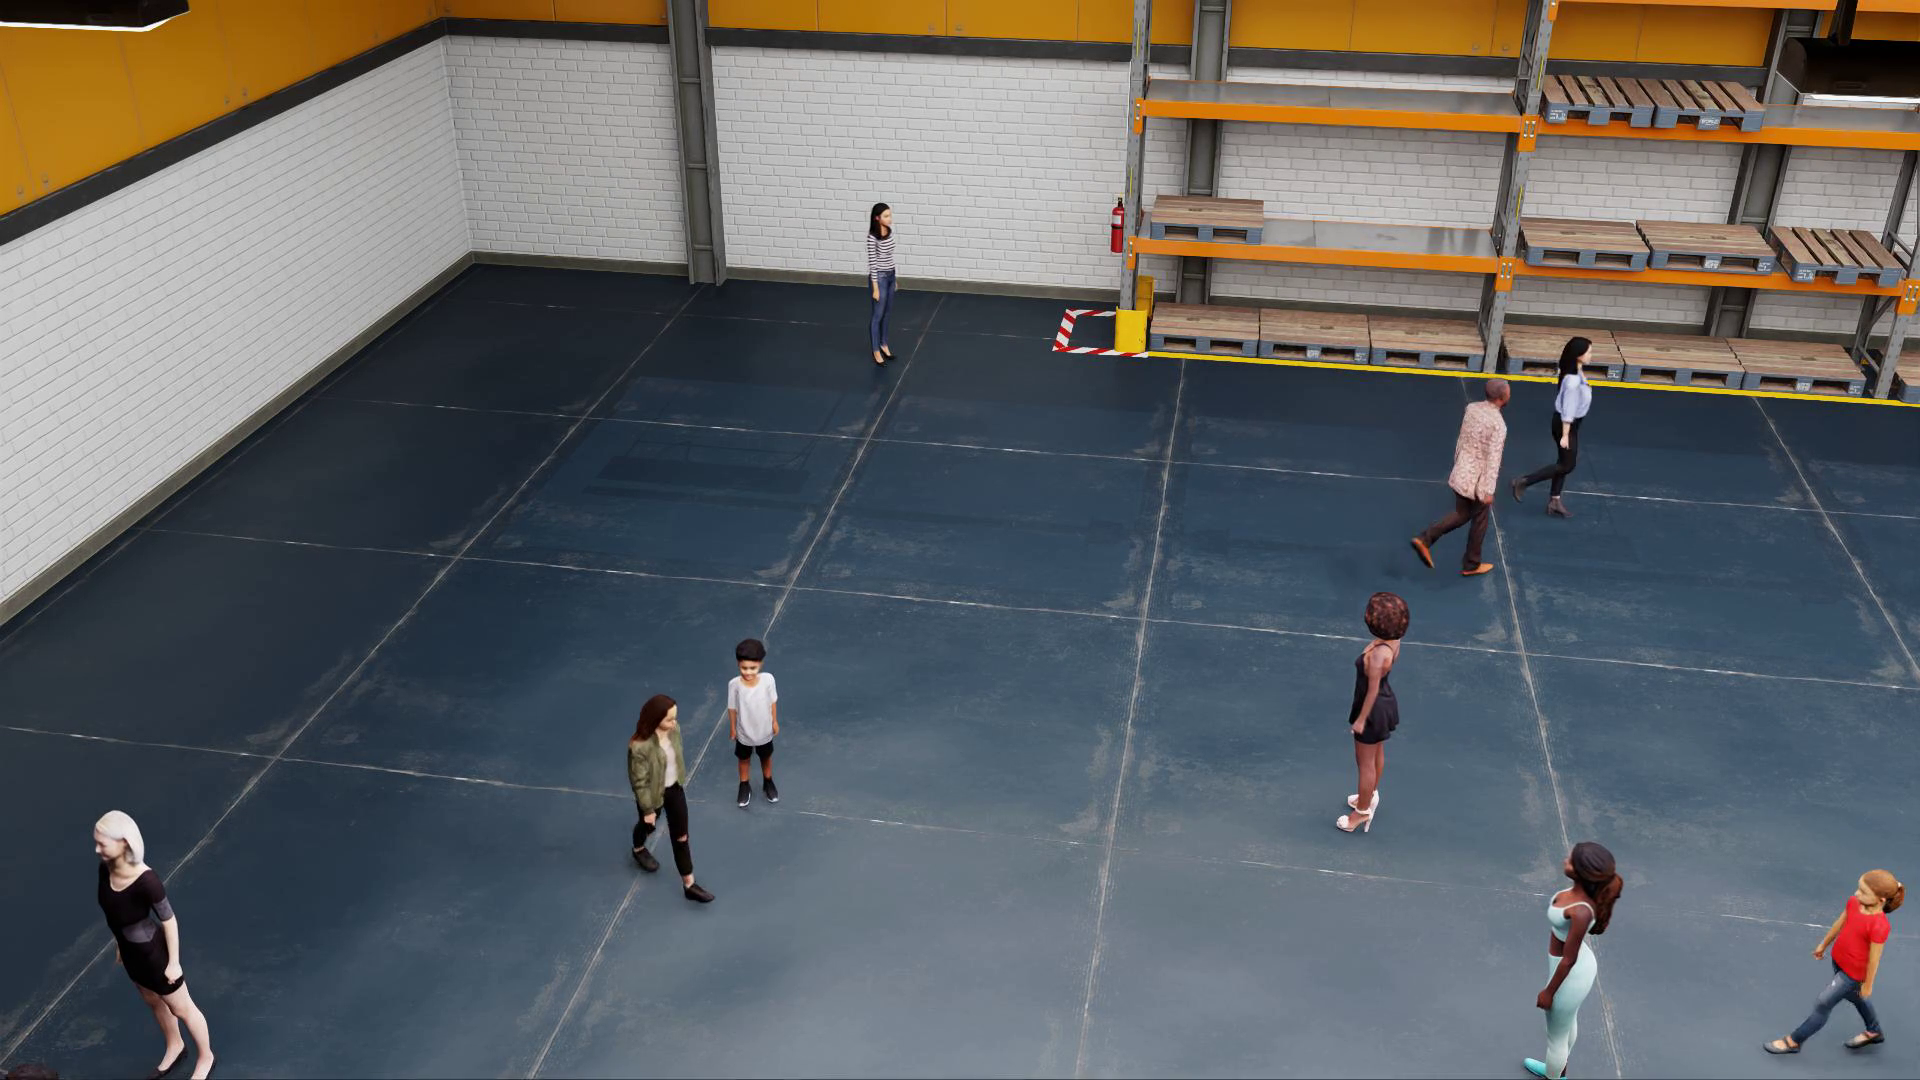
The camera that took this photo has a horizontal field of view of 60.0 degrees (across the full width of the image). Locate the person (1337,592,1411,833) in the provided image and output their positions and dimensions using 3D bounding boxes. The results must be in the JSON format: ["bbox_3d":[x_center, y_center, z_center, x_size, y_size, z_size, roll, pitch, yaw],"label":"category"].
[{"bbox_3d":[2.711,1.123,10.888,0.624,1.790,0.615,14,32,24],"label":"person"}]

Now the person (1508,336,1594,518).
[{"bbox_3d":[5.305,-1.000,14.842,0.876,1.731,0.710,9,30,16],"label":"person"}]

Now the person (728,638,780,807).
[{"bbox_3d":[-1.396,1.218,11.270,0.513,1.257,0.615,-6,29,-11],"label":"person"}]

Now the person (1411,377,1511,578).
[{"bbox_3d":[4.202,-0.487,13.853,1.100,1.778,0.967,-7,29,-13],"label":"person"}]

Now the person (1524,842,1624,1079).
[{"bbox_3d":[3.213,2.302,8.796,0.634,1.725,0.628,15,32,26],"label":"person"}]

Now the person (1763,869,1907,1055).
[{"bbox_3d":[4.980,2.349,9.171,0.922,1.282,0.564,1,29,2],"label":"person"}]

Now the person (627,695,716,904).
[{"bbox_3d":[-1.941,1.572,10.434,1.083,1.437,0.930,23,36,36],"label":"person"}]

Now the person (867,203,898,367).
[{"bbox_3d":[-0.845,-2.781,18.039,0.583,1.797,0.631,15,32,25],"label":"person"}]

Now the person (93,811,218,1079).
[{"bbox_3d":[-4.319,2.200,8.874,0.537,1.829,0.702,13,31,22],"label":"person"}]
